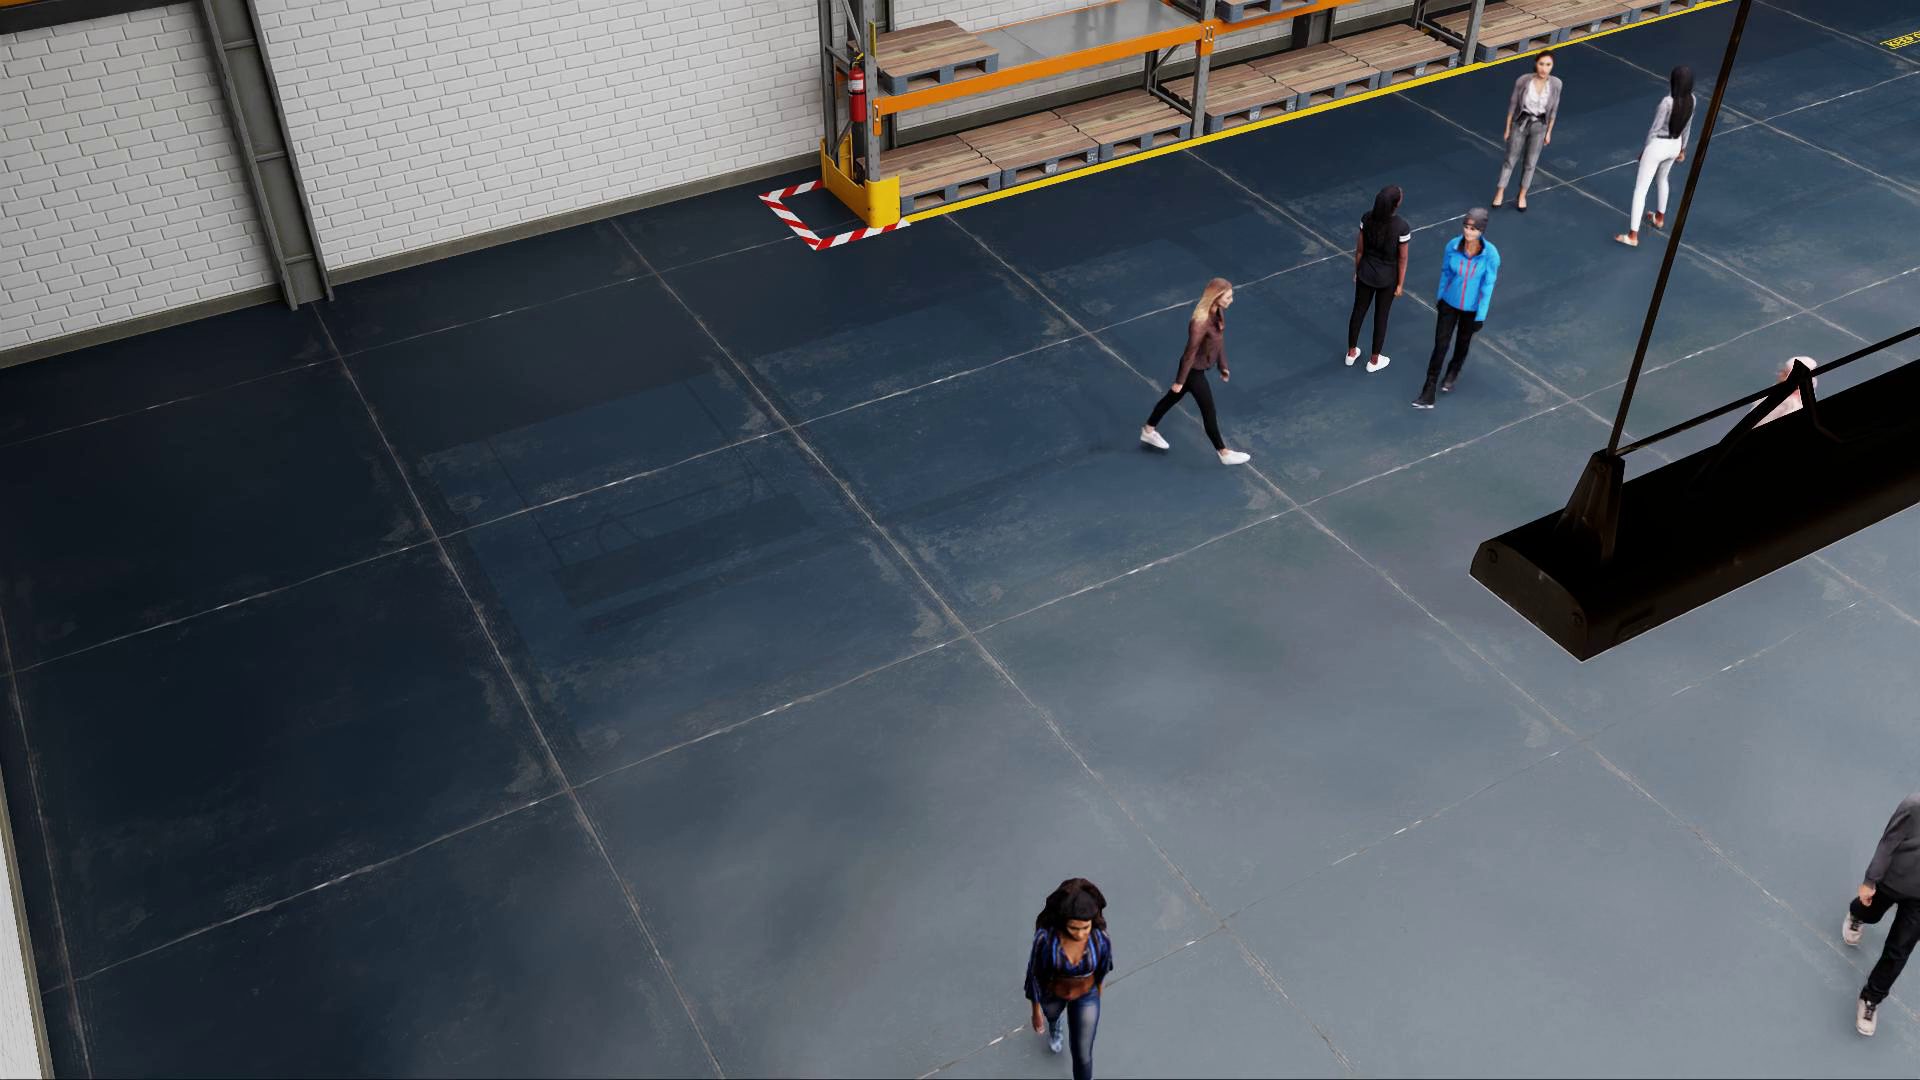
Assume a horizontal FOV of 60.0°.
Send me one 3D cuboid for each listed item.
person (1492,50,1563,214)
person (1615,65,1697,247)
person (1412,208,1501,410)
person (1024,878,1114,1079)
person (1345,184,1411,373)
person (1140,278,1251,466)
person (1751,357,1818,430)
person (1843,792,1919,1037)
[{"bbox_3d":[5.643,-4.063,16.511,0.714,1.677,0.781,8,39,10],"label":"person"},{"bbox_3d":[6.822,-3.745,16.100,0.691,1.694,0.973,-17,42,-20],"label":"person"},{"bbox_3d":[4.200,-1.970,13.815,0.938,1.771,1.163,22,44,25],"label":"person"},{"bbox_3d":[0.543,2.293,8.639,1.075,1.569,1.011,0,39,1],"label":"person"},{"bbox_3d":[3.564,-2.243,14.190,0.698,1.729,0.710,25,45,27],"label":"person"},{"bbox_3d":[1.773,-1.341,13.138,1.123,1.633,1.148,16,41,19],"label":"person"},{"bbox_3d":[5.807,-0.555,12.016,0.799,1.805,0.736,10,40,13],"label":"person"},{"bbox_3d":[5.172,1.822,9.095,1.028,1.735,1.199,17,42,20],"label":"person"}]
